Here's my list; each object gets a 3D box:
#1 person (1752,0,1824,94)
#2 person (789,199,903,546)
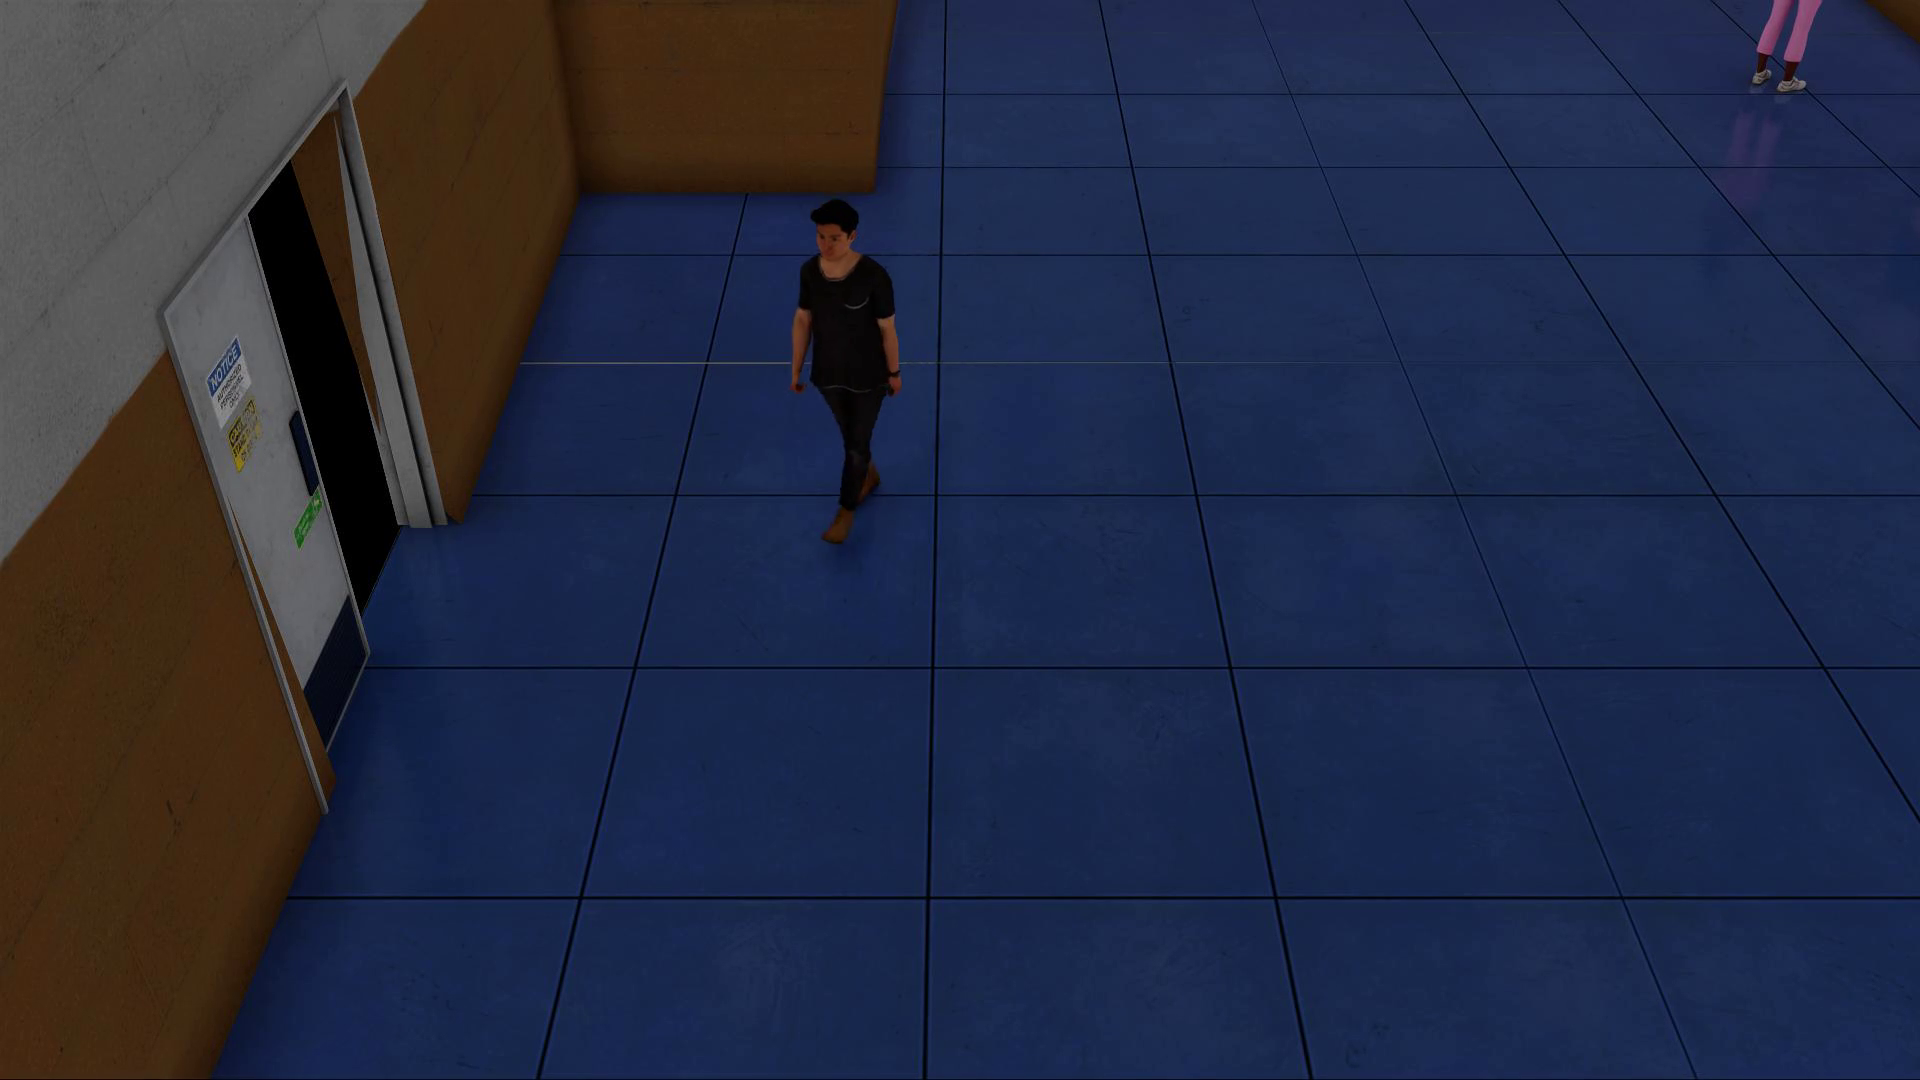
[{"bbox_3d":[6.304,-4.233,12.400,0.692,1.740,0.656,-25,43,-29],"label":"person"},{"bbox_3d":[-0.494,-0.876,7.972,1.001,1.688,0.956,16,40,20],"label":"person"}]
